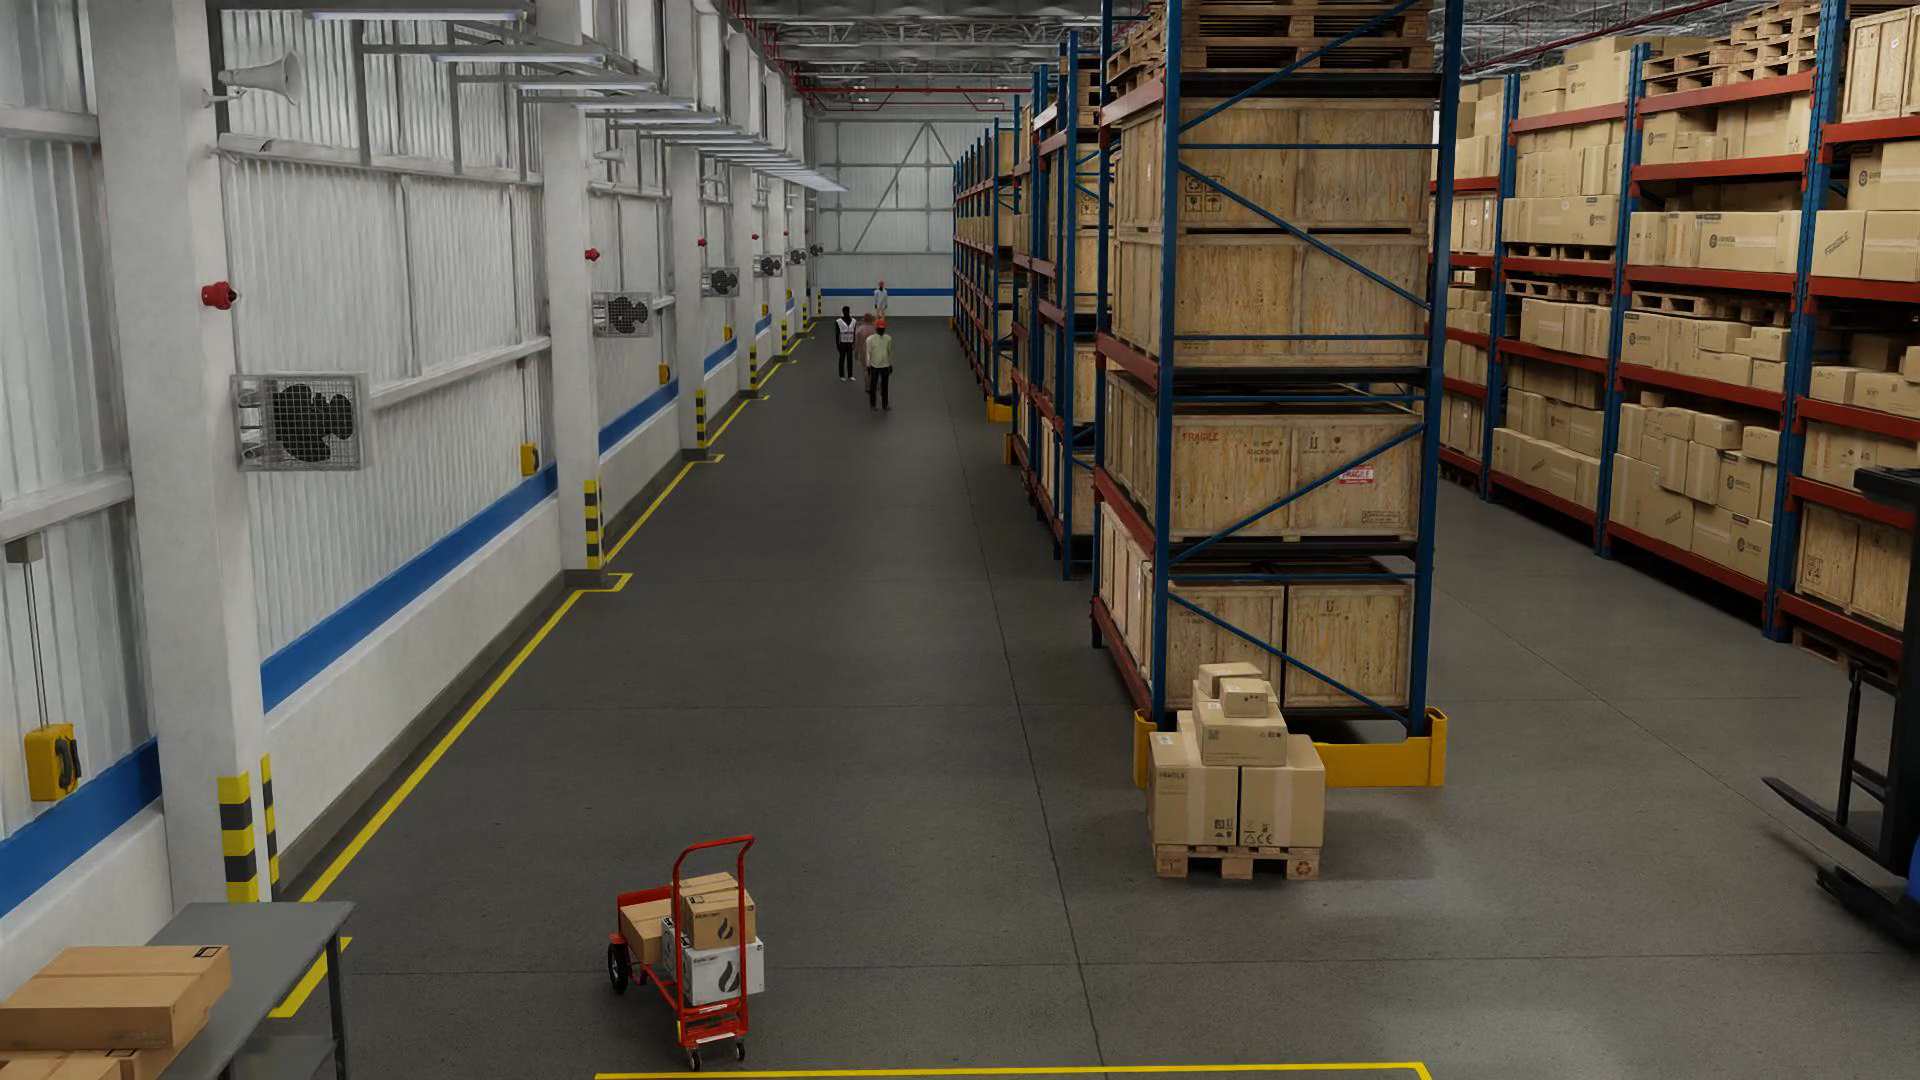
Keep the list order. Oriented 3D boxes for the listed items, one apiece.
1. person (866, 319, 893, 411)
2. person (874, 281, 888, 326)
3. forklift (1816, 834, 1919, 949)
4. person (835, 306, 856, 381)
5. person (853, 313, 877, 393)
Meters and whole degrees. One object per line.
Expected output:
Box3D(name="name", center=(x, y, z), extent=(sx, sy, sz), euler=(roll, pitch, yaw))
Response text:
Box3D(name="person", center=(-1.719, -3.761, 35.758), extent=(0.619, 1.985, 0.406), euler=(-6, 13, -30))
Box3D(name="person", center=(-3.050, -9.134, 64.342), extent=(0.563, 1.742, 0.360), euler=(-6, 12, -28))
Box3D(name="forklift", center=(5.830, 0.928, 9.021), extent=(1.129, 2.768, 1.873), euler=(0, 11, -2))
Box3D(name="person", center=(-2.907, -5.014, 42.473), extent=(0.586, 1.913, 0.398), euler=(-7, 13, -31))
Box3D(name="person", center=(-2.229, -4.474, 39.740), extent=(0.679, 1.868, 0.904), euler=(-3, 11, -17))
